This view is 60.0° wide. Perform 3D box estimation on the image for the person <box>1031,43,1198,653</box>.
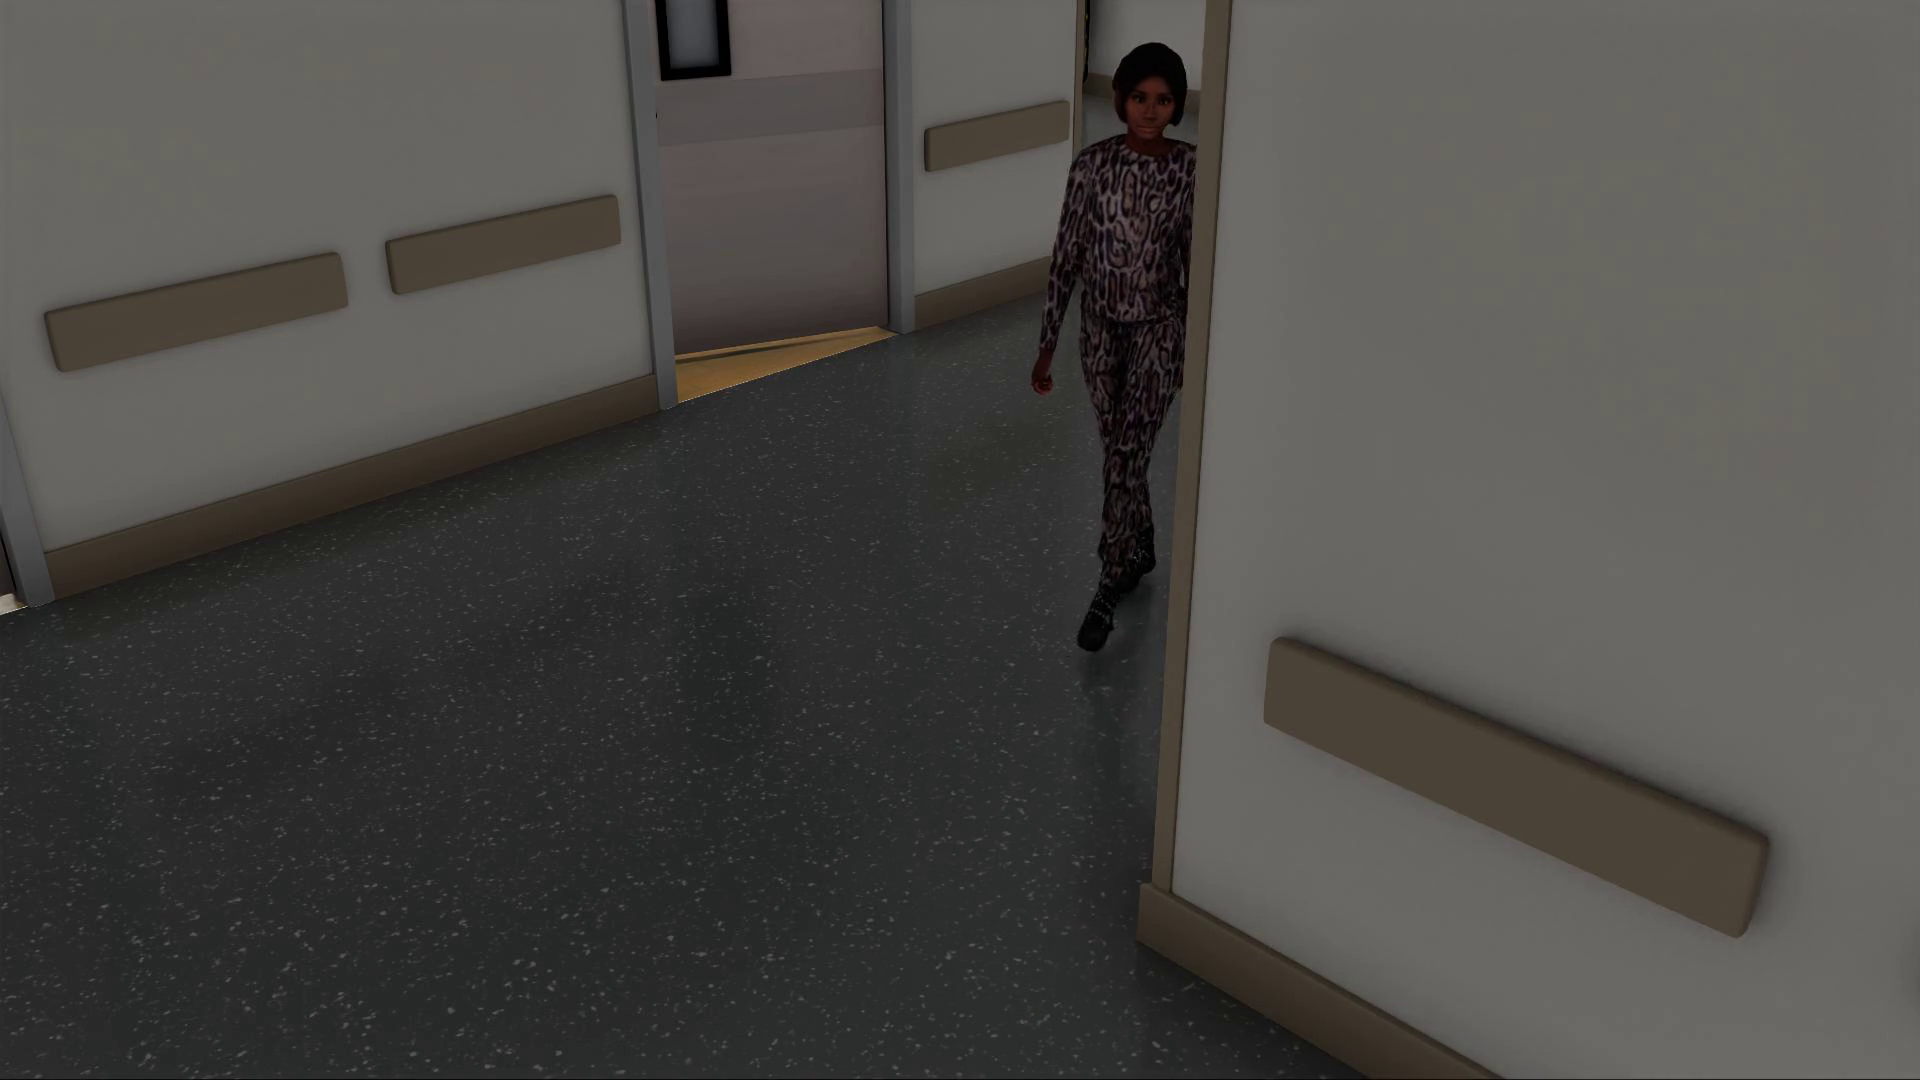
[{"bbox_3d":[0.537,-0.588,4.903,0.764,1.685,1.003,14,29,26],"label":"person"}]
